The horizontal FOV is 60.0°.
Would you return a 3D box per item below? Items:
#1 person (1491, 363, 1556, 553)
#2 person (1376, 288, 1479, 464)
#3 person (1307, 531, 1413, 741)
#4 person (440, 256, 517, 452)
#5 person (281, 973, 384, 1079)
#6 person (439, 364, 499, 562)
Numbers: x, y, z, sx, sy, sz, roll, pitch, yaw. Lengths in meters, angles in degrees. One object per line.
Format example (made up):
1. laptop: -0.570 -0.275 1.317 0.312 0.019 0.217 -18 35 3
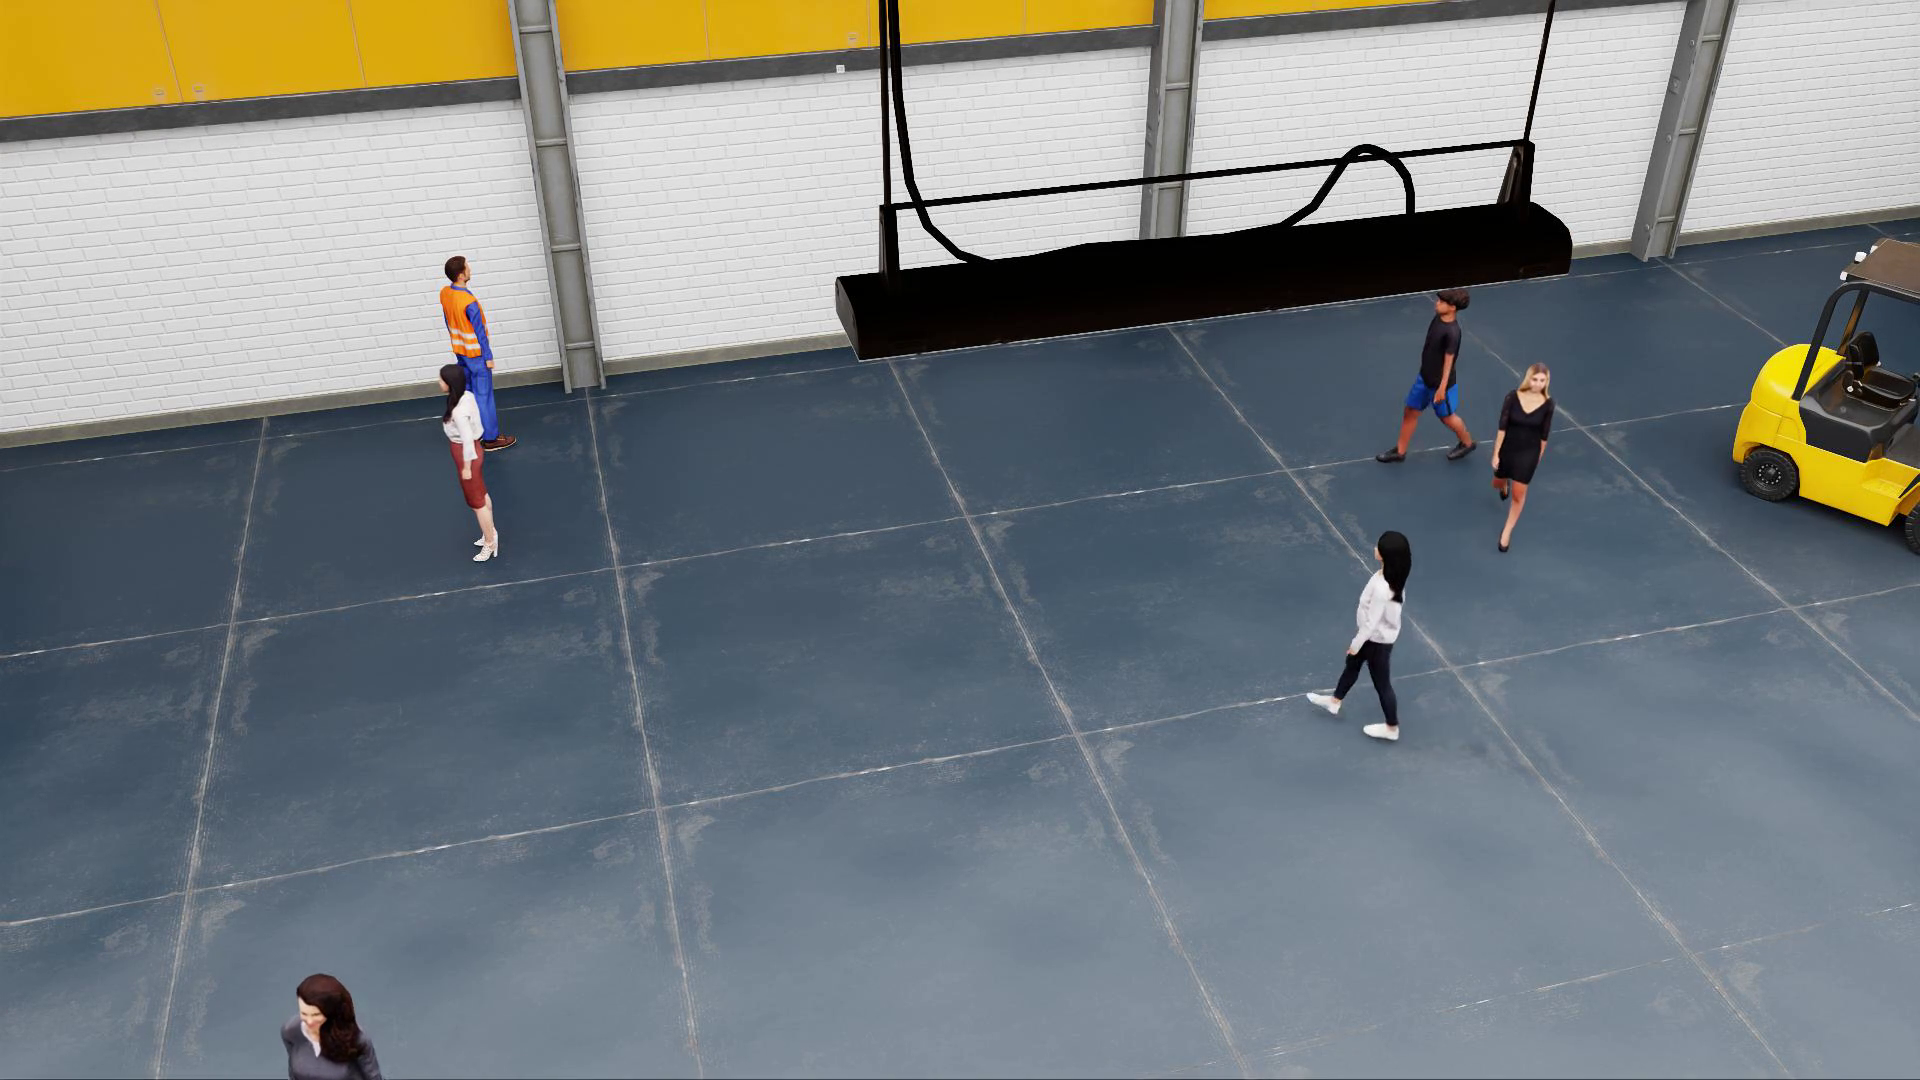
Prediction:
1. person: 4.594 -0.741 13.700 0.971 1.658 0.961 12 35 17
2. person: 4.290 -1.427 14.633 1.178 1.767 0.691 -5 34 -8
3. person: 2.990 0.693 11.528 1.059 1.673 0.960 12 36 18
4. person: -4.382 -1.681 14.929 0.785 1.863 0.807 25 41 33
5. person: -3.072 2.771 8.323 0.917 1.759 0.874 4 34 6
6. person: -3.968 -0.628 13.446 0.526 1.750 0.618 -6 34 -9
